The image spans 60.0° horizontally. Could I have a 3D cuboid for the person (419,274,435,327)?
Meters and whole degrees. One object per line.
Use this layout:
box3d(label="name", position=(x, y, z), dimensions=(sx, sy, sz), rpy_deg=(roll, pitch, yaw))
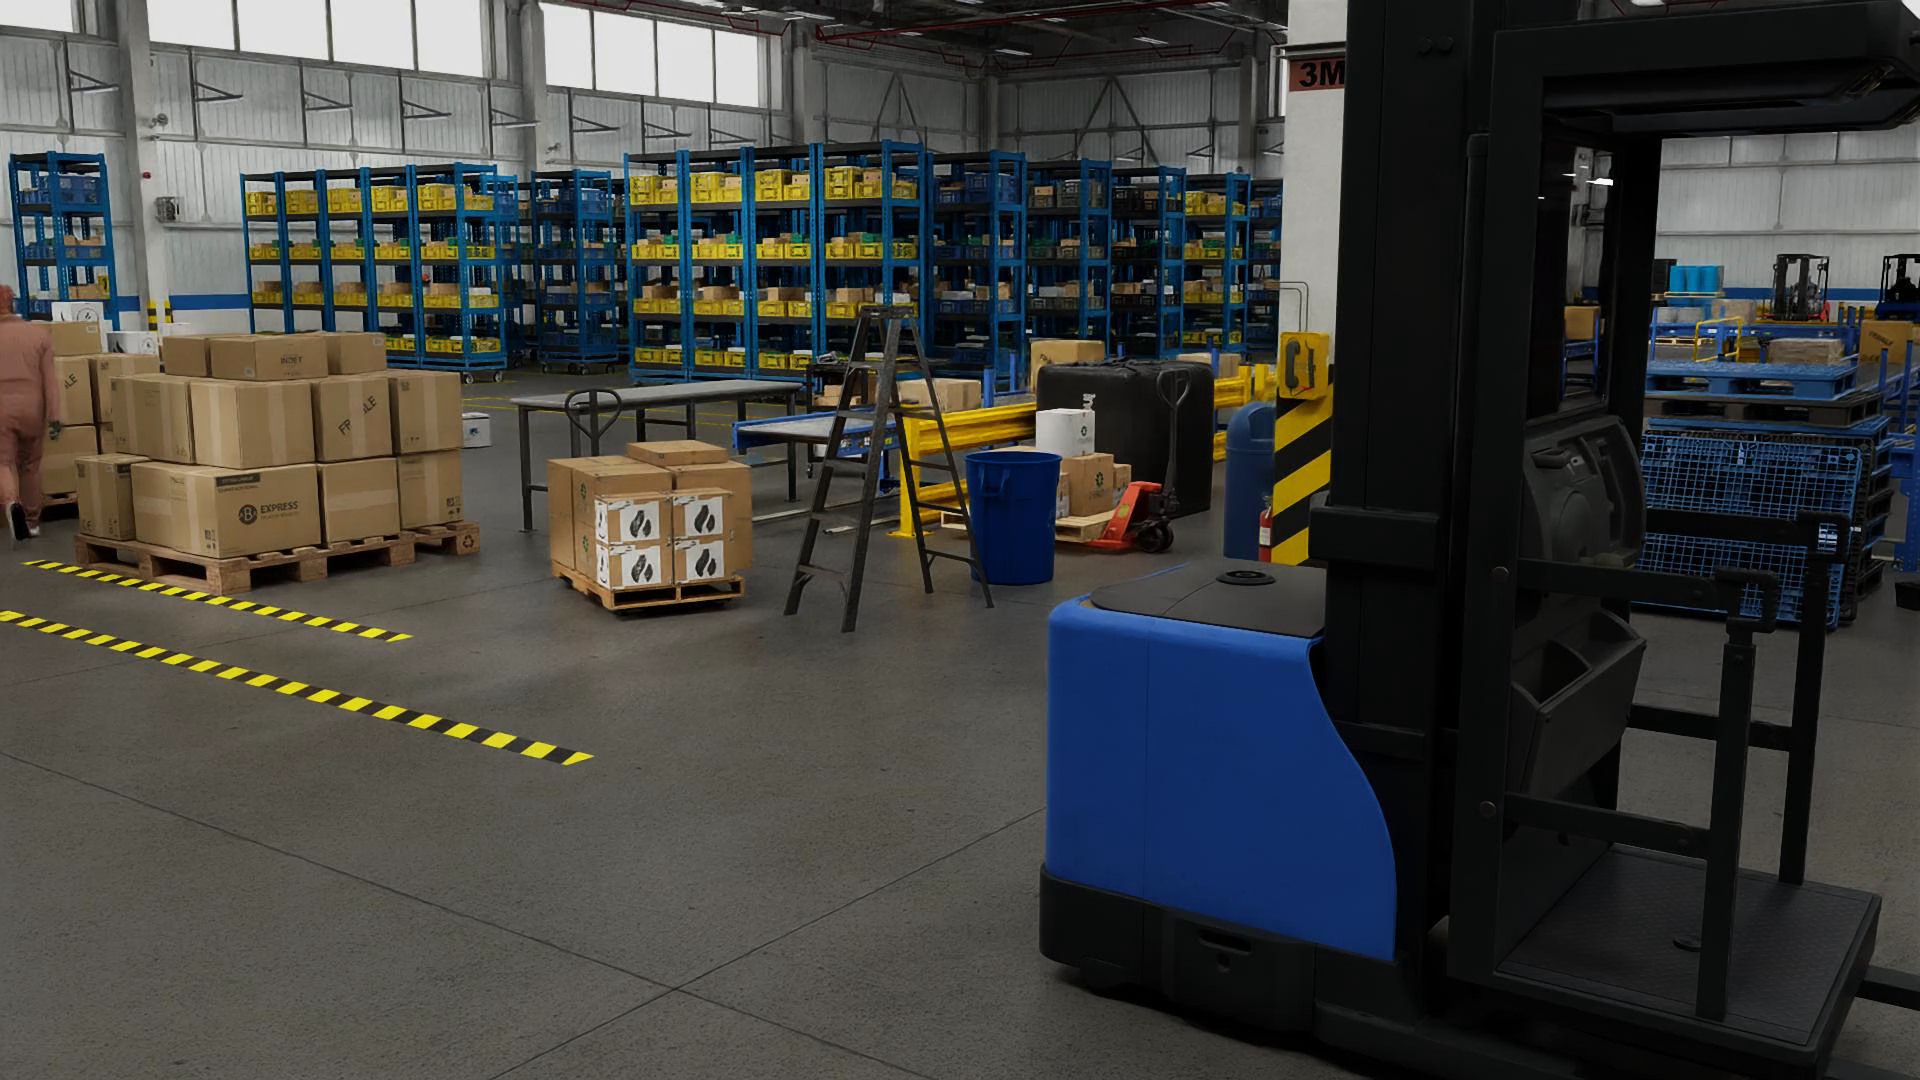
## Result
box3d(label="person", position=(-11.558, -4.893, 36.074), dimensions=(0.359, 1.742, 0.563), rpy_deg=(4, 11, 25))

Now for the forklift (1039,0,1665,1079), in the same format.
box3d(label="forklift", position=(1.249, -0.137, 4.360), dimensions=(1.873, 2.768, 1.129), rpy_deg=(7, 12, 35))

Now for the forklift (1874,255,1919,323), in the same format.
box3d(label="forklift", position=(22.089, -5.634, 38.796), dimensions=(1.157, 1.987, 2.680), rpy_deg=(6, 11, 33))

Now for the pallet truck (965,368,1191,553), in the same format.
box3d(label="pallet truck", position=(0.845, -0.609, 11.869), dimensions=(1.630, 1.274, 0.653), rpy_deg=(7, 12, 35))

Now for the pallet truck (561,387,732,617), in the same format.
box3d(label="pallet truck", position=(-1.981, -0.274, 10.088), dimensions=(0.680, 1.201, 1.601), rpy_deg=(-5, 11, -28))

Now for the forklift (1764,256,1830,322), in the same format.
box3d(label="forklift", position=(20.253, -5.854, 40.139), dimensions=(1.157, 1.987, 2.680), rpy_deg=(7, 12, 35))

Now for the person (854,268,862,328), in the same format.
box3d(label="person", position=(-2.078, -4.612, 33.497), dimensions=(0.372, 2.044, 0.608), rpy_deg=(-1, 10, -8))

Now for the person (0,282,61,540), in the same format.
box3d(label="person", position=(-6.797, -0.902, 11.921), dimensions=(0.653, 1.882, 0.768), rpy_deg=(-7, 12, -37))
